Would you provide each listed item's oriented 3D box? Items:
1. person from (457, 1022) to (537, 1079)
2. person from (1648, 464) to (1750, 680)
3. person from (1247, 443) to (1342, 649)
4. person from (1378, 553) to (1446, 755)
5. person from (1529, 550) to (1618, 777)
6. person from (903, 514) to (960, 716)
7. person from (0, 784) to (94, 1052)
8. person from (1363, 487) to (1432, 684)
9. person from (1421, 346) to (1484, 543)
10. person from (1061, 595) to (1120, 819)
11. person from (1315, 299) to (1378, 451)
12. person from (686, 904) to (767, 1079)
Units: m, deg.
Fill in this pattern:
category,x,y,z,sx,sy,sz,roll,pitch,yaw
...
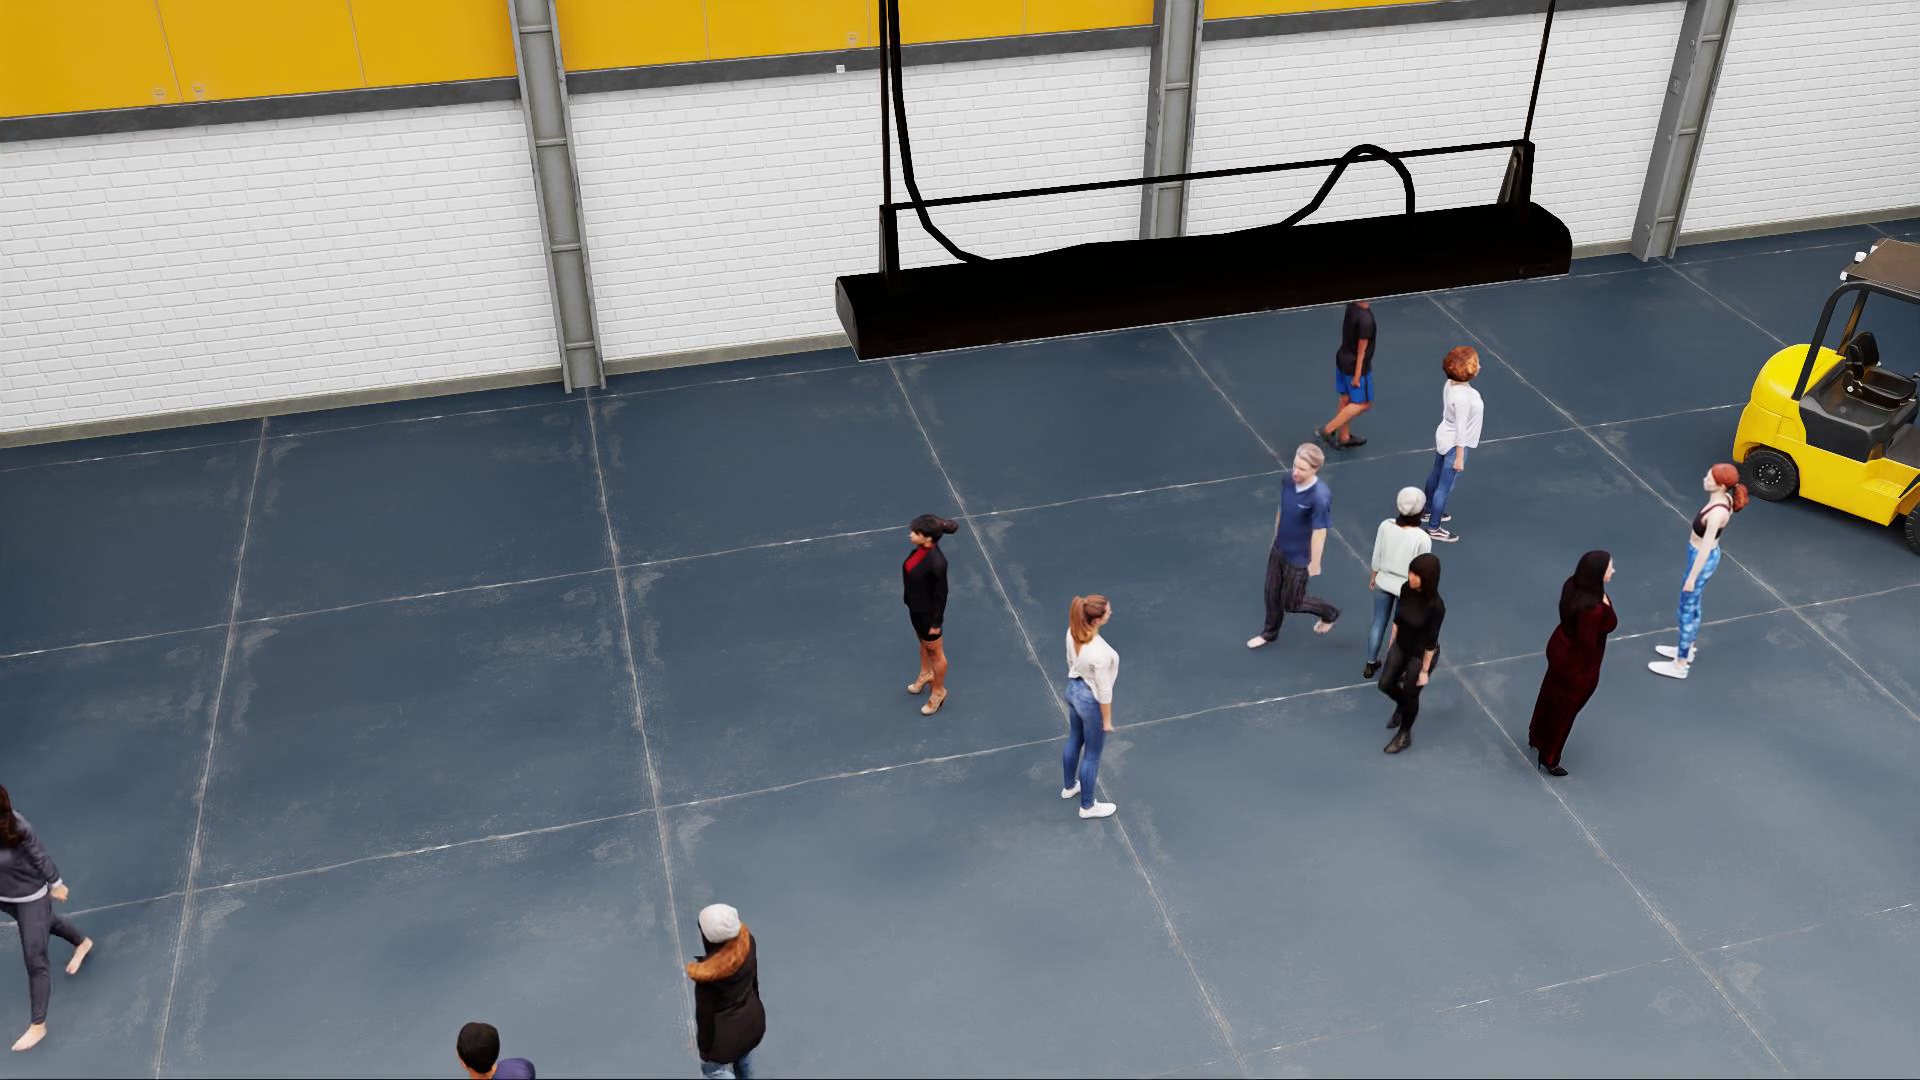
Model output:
category,x,y,z,sx,sy,sz,roll,pitch,yaw
person,-2.164,2.975,7.989,0.769,1.790,0.698,19,38,26
person,5.403,0.215,12.149,0.716,1.782,0.654,18,38,25
person,2.563,0.076,12.306,0.946,1.840,0.771,-11,35,-16
person,3.190,0.759,11.468,0.716,1.630,0.667,-20,39,-27
person,4.142,0.810,11.277,0.716,1.757,0.737,2,34,4
person,-0.236,0.512,11.832,0.634,1.639,0.581,-11,35,-17
person,-5.366,1.977,9.559,1.150,1.715,0.959,3,34,5
person,3.191,0.325,12.106,0.645,1.647,0.675,23,40,31
person,4.063,-0.824,13.774,0.716,1.713,0.712,2,34,3
person,0.835,1.073,10.915,0.574,1.719,0.641,-14,36,-20
person,3.451,-1.577,14.841,0.778,1.787,0.607,-7,34,-10
person,-1.154,2.564,8.756,0.911,1.627,0.863,21,39,29
